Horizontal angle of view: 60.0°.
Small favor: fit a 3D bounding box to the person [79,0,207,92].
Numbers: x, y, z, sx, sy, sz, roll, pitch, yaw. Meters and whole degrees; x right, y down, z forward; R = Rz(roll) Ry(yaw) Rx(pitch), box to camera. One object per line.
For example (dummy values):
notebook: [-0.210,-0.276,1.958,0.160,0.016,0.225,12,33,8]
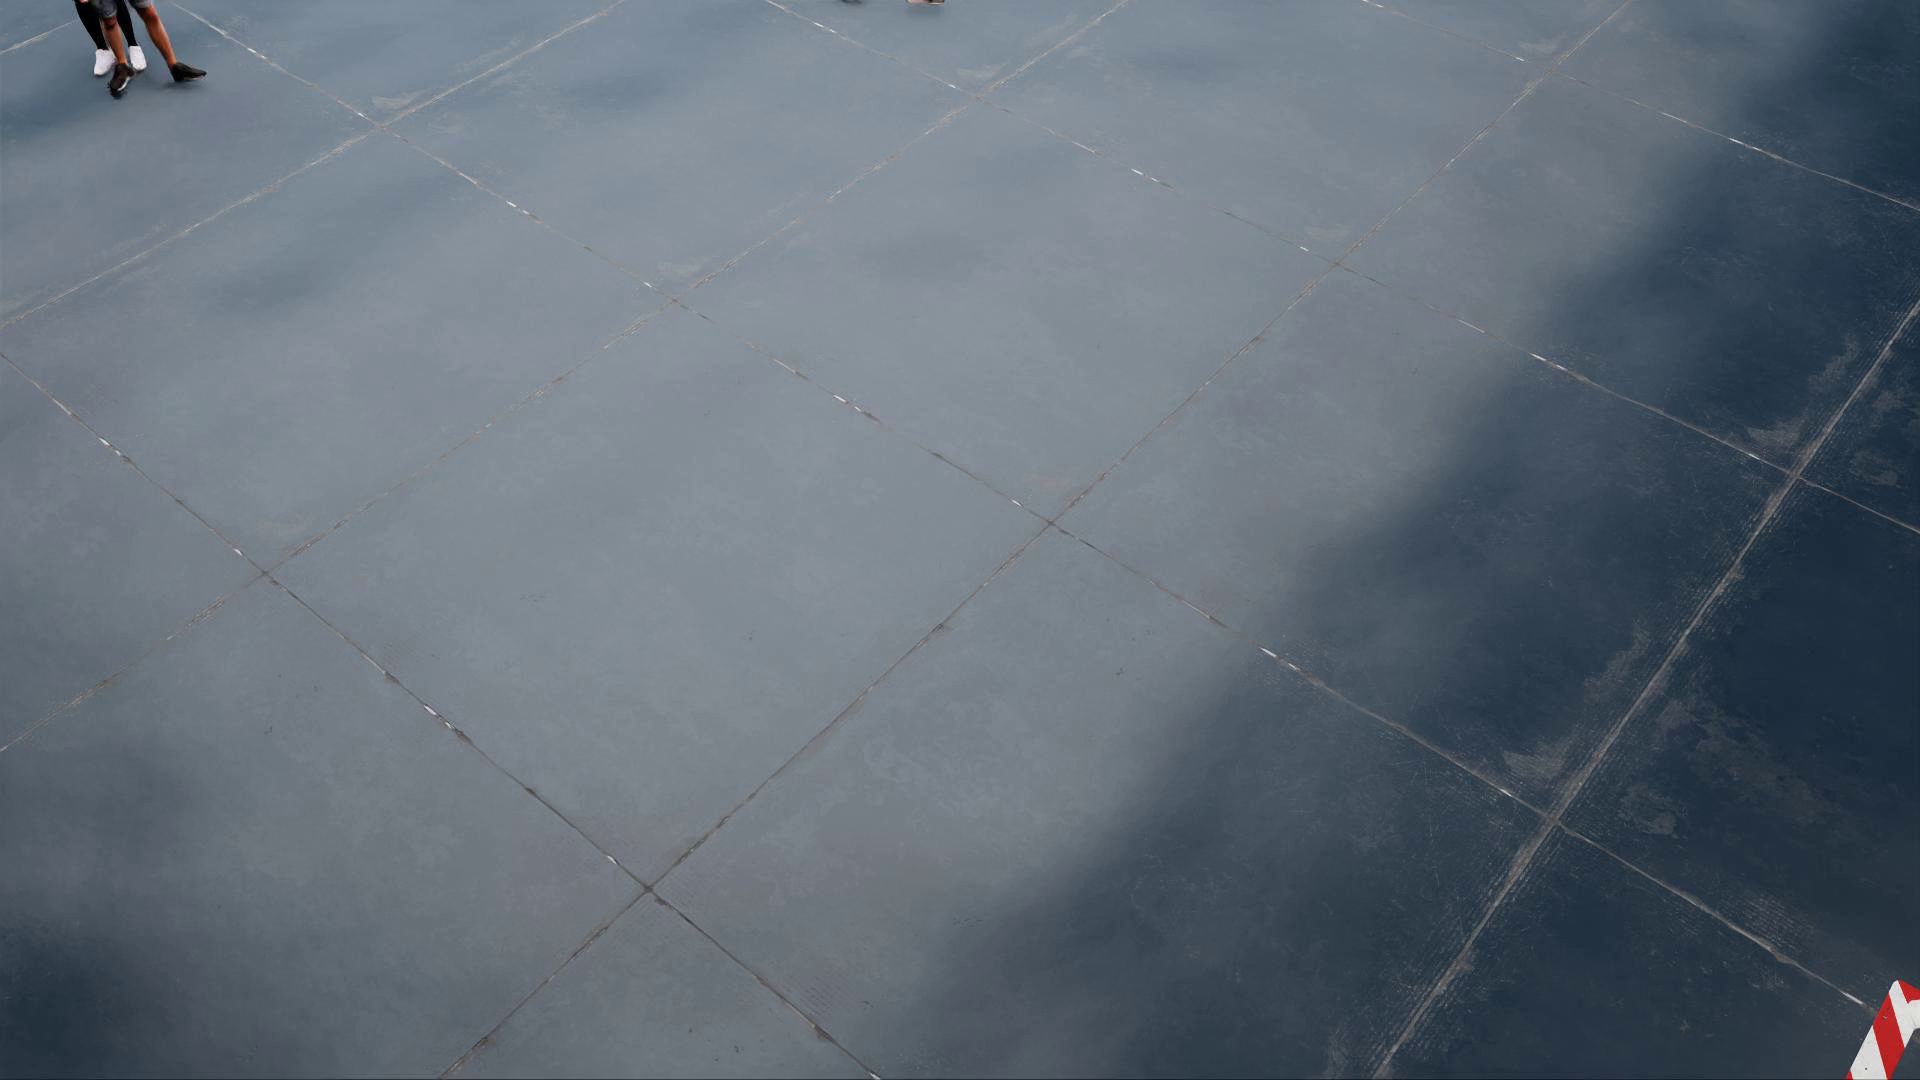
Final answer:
person: [-5.950,-3.981,11.499,0.797,1.830,0.868,-30,54,-25]
